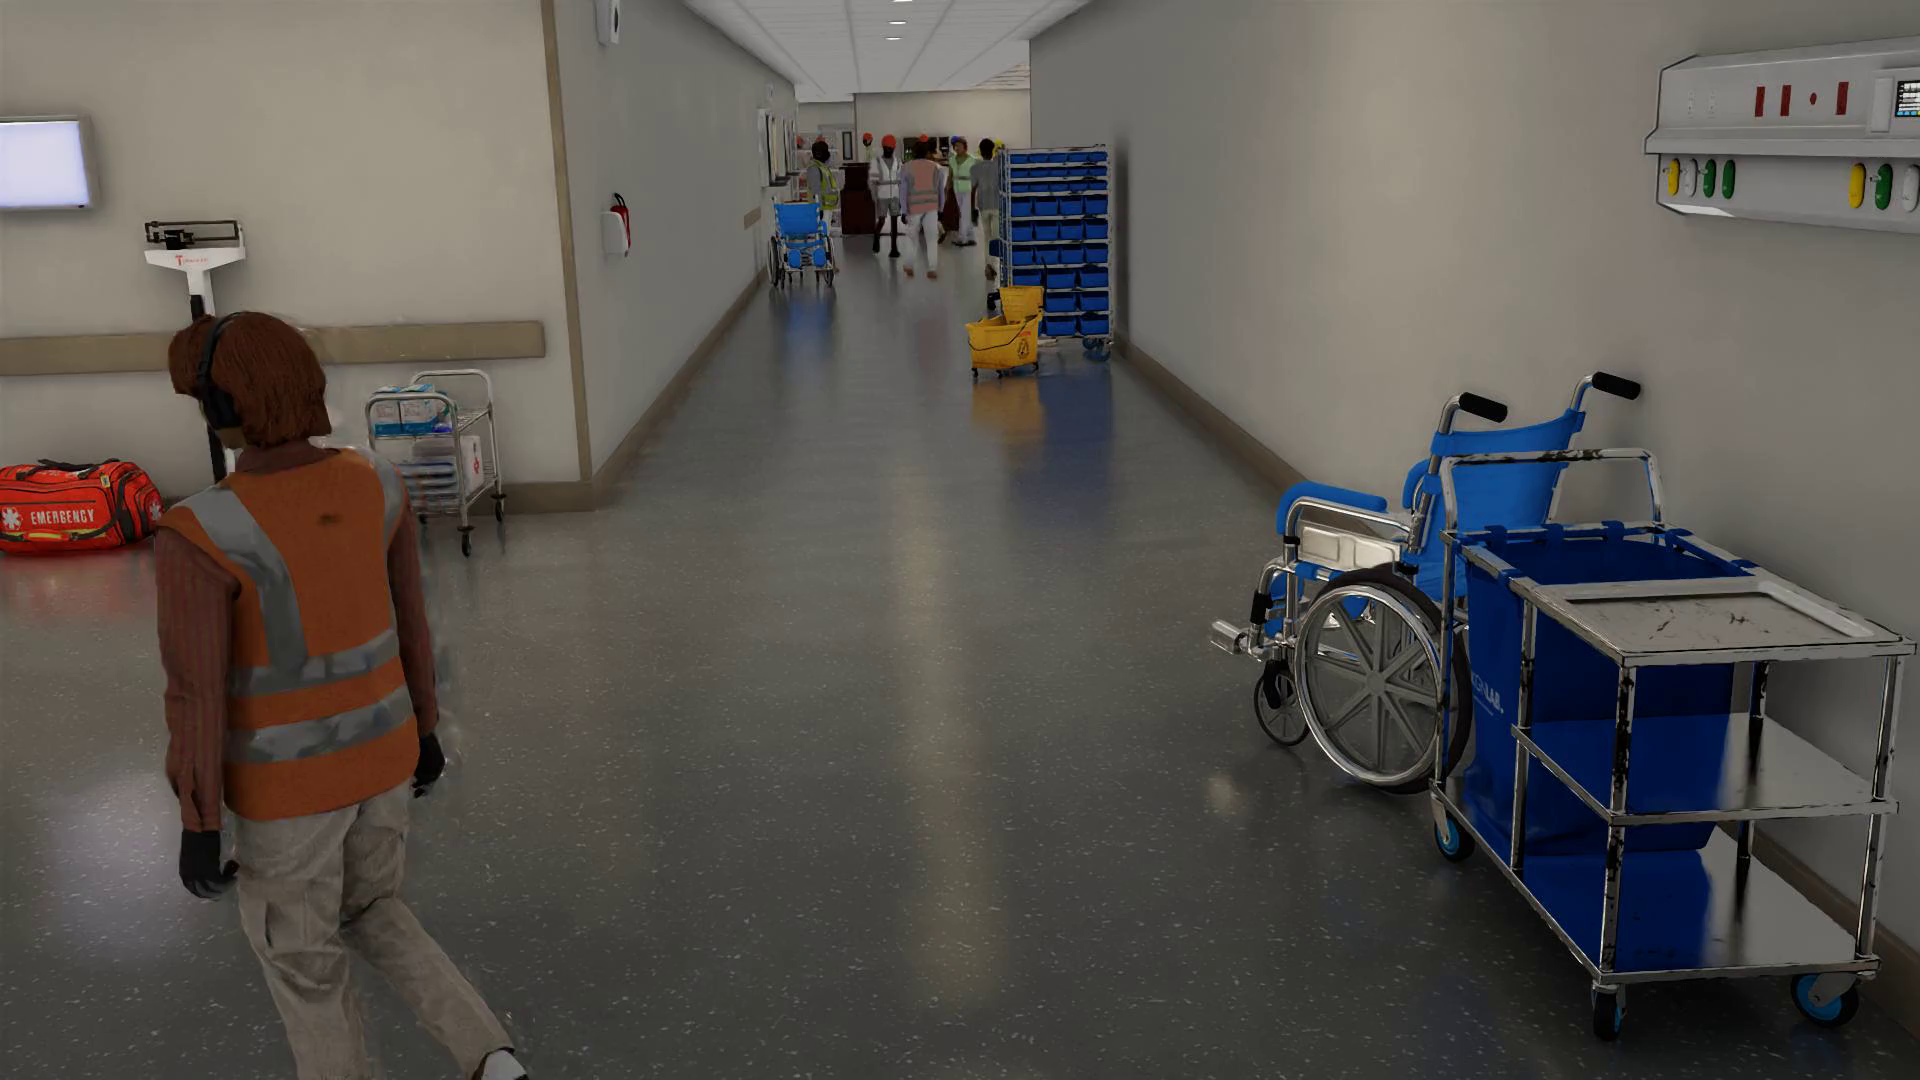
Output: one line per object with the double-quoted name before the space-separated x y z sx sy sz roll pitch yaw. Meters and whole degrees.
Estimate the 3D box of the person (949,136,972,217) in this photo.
"person" 0.067 -8.239 37.833 0.923 1.876 0.638 6 16 30

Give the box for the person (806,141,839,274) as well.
"person" -1.926 -4.687 23.489 0.429 1.847 0.626 0 14 6

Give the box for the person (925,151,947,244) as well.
"person" -0.488 -5.944 28.934 0.349 1.614 0.544 -12 17 -35

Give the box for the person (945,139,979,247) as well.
"person" 0.006 -5.899 28.322 0.571 1.806 0.919 9 17 37

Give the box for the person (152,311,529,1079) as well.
"person" -1.070 0.417 2.871 0.425 1.625 0.542 5 15 24

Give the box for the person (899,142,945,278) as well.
"person" -0.524 -4.451 22.455 0.659 1.793 0.942 -5 14 -14

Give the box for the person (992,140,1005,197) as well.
"person" 0.908 -8.305 38.232 0.520 1.745 0.677 -8 15 -25

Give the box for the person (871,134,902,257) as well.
"person" -1.168 -5.469 26.448 0.572 1.918 0.649 -8 15 -25

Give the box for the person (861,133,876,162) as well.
"person" -2.267 -9.178 41.666 0.378 1.996 0.610 -5 14 -13

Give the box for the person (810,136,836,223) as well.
"person" -3.120 -8.167 37.722 0.545 1.942 0.351 9 17 37

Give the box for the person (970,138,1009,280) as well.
"person" 0.401 -4.333 21.793 0.526 1.831 0.878 3 14 17
